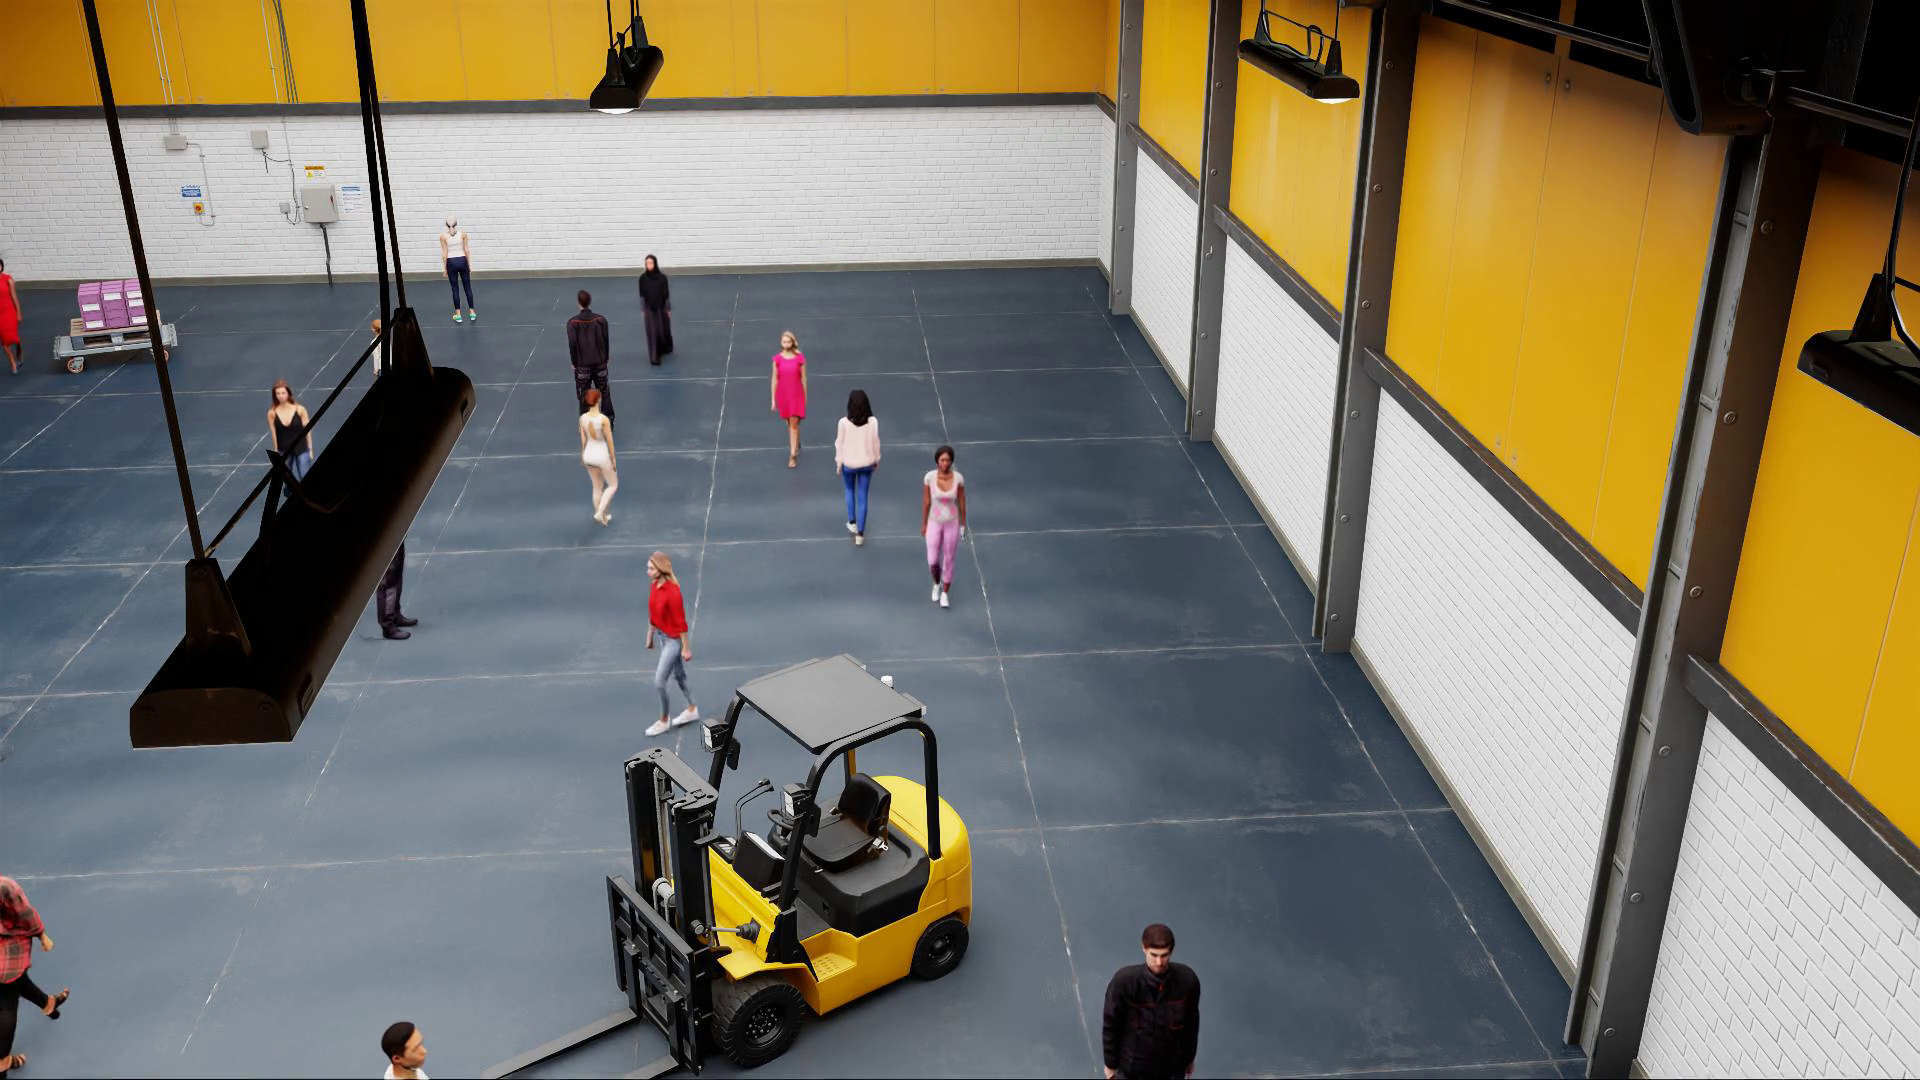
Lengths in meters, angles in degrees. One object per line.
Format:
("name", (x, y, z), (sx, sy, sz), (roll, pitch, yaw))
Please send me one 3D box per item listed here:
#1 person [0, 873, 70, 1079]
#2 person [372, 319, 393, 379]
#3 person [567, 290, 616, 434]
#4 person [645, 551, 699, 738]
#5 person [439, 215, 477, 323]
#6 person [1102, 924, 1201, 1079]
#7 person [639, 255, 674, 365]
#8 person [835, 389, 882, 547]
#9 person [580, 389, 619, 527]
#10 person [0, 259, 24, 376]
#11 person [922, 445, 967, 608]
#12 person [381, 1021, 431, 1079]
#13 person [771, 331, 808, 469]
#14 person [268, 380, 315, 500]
("person", (-6.127, 2.678, 10.546), (0.786, 1.662, 1.084), (3, 24, 8))
("person", (-7.769, -2.336, 22.449), (0.621, 1.316, 0.544), (11, 26, 23))
("person", (-4.809, -2.308, 21.642), (0.755, 1.912, 0.699), (-9, 25, -20))
("person", (-2.477, 0.875, 14.641), (0.912, 1.686, 0.873), (-16, 28, -32))
("person", (-8.029, -4.349, 26.573), (0.665, 1.701, 0.647), (-11, 26, -23))
("person", (1.106, 2.987, 9.619), (0.727, 1.838, 0.562), (-3, 24, -7))
("person", (-4.480, -3.432, 24.601), (0.642, 1.600, 0.936), (0, 24, 0))
("person", (-1.120, -0.774, 18.335), (0.660, 1.749, 0.779), (-2, 24, -5))
("person", (-4.114, -0.882, 18.730), (0.707, 1.631, 0.815), (7, 25, 17))
("person", (-13.797, -3.260, 24.041), (0.645, 1.733, 0.697), (-6, 24, -14))
("person", (-0.171, -0.167, 16.962), (0.601, 1.736, 0.593), (-1, 24, -3))
("person", (-2.894, 3.333, 8.873), (0.762, 1.801, 0.605), (-11, 26, -23))
("person", (-2.103, -1.789, 20.744), (0.669, 1.678, 1.070), (1, 24, 2))
("person", (-7.584, -1.024, 18.953), (0.637, 1.712, 0.684), (-7, 25, -16))
